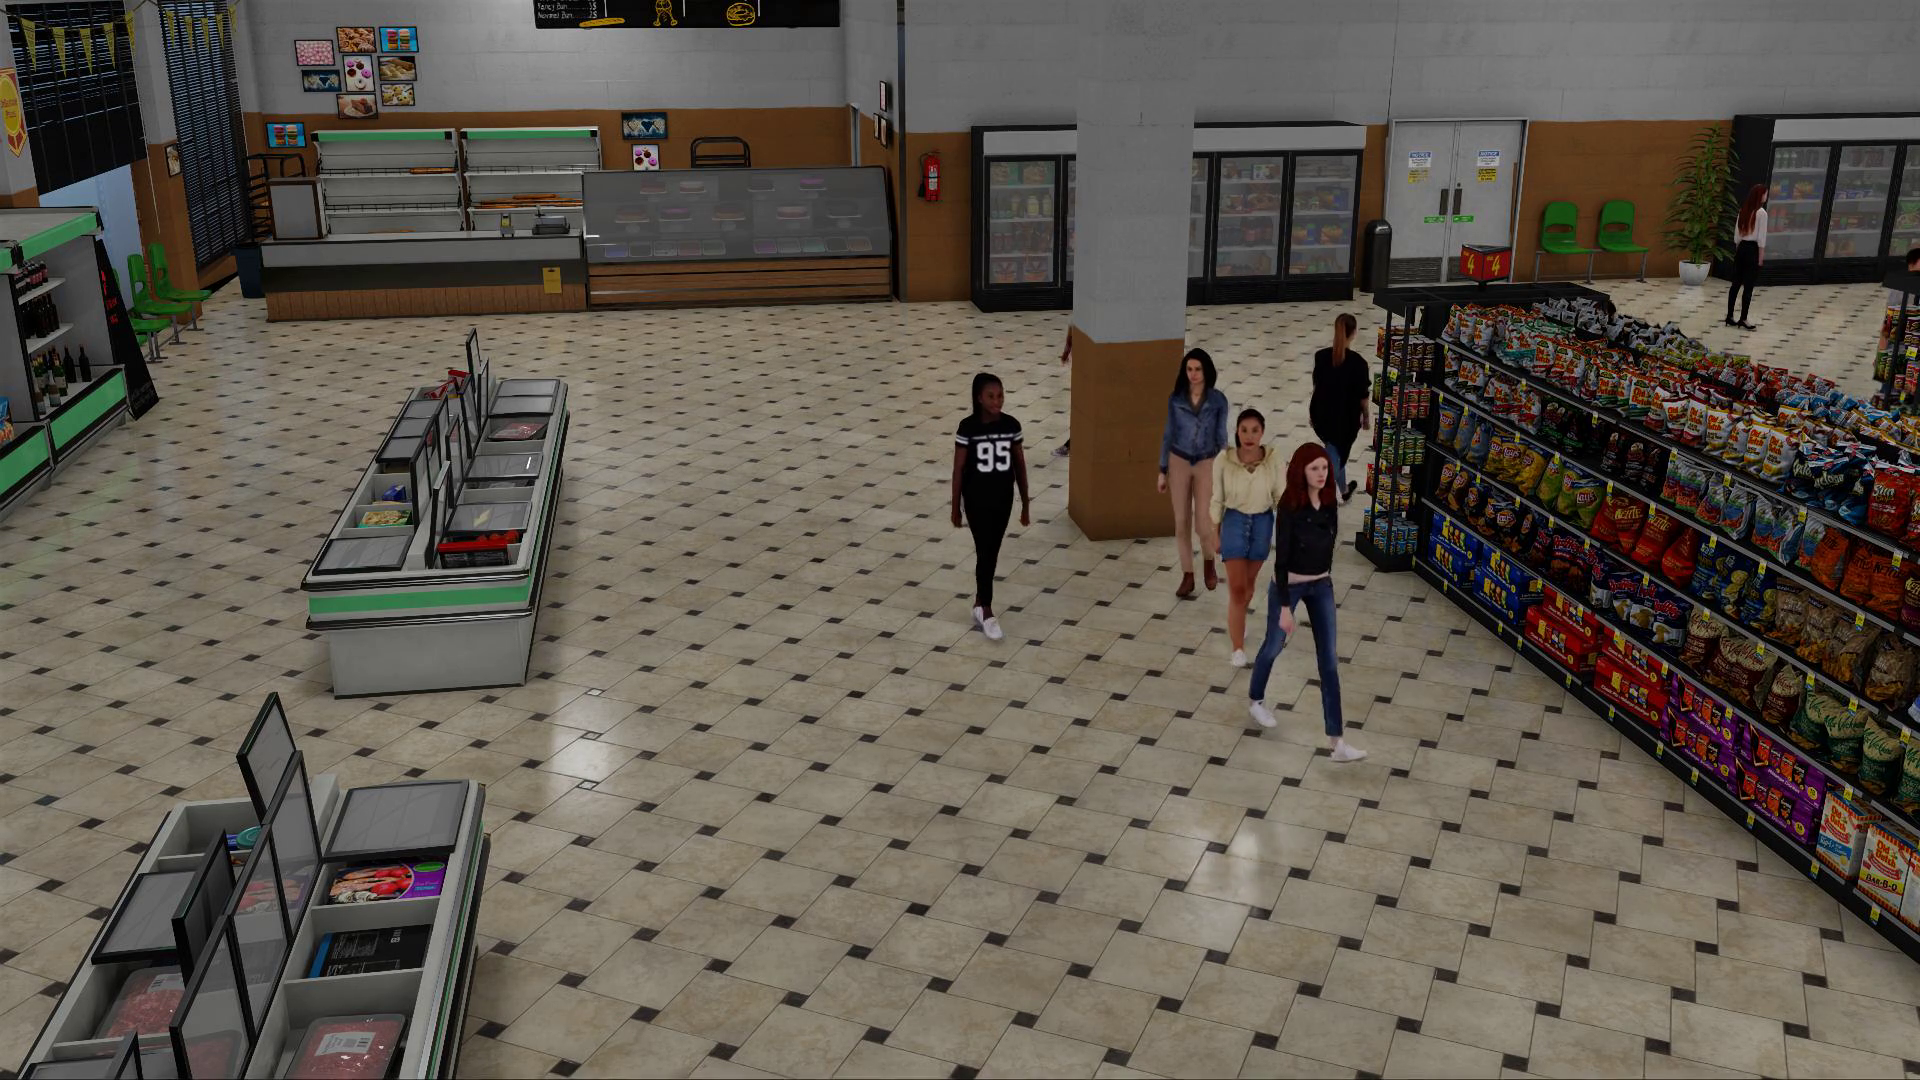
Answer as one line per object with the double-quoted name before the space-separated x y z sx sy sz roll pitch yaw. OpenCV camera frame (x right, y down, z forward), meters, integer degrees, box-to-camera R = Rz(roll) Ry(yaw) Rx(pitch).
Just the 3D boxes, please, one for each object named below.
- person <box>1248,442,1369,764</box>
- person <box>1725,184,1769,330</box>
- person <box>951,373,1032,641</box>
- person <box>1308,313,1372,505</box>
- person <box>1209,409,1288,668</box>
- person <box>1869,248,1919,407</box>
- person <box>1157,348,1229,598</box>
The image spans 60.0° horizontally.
"person" 1.825 0.328 9.216 0.790 1.725 1.269 -8 20 -22
"person" 9.717 -3.495 20.500 0.685 1.759 0.483 -7 20 -19
"person" 0.152 -0.254 10.958 0.744 1.715 0.872 -8 20 -22
"person" 2.898 -0.903 13.005 1.118 1.637 1.120 16 24 38
"person" 1.819 -0.043 10.529 0.796 1.588 1.160 1 19 3
"person" 8.433 -1.681 14.986 0.885 1.845 1.250 -8 20 -23
"person" 1.635 -0.471 11.529 0.747 1.761 0.796 8 20 21
